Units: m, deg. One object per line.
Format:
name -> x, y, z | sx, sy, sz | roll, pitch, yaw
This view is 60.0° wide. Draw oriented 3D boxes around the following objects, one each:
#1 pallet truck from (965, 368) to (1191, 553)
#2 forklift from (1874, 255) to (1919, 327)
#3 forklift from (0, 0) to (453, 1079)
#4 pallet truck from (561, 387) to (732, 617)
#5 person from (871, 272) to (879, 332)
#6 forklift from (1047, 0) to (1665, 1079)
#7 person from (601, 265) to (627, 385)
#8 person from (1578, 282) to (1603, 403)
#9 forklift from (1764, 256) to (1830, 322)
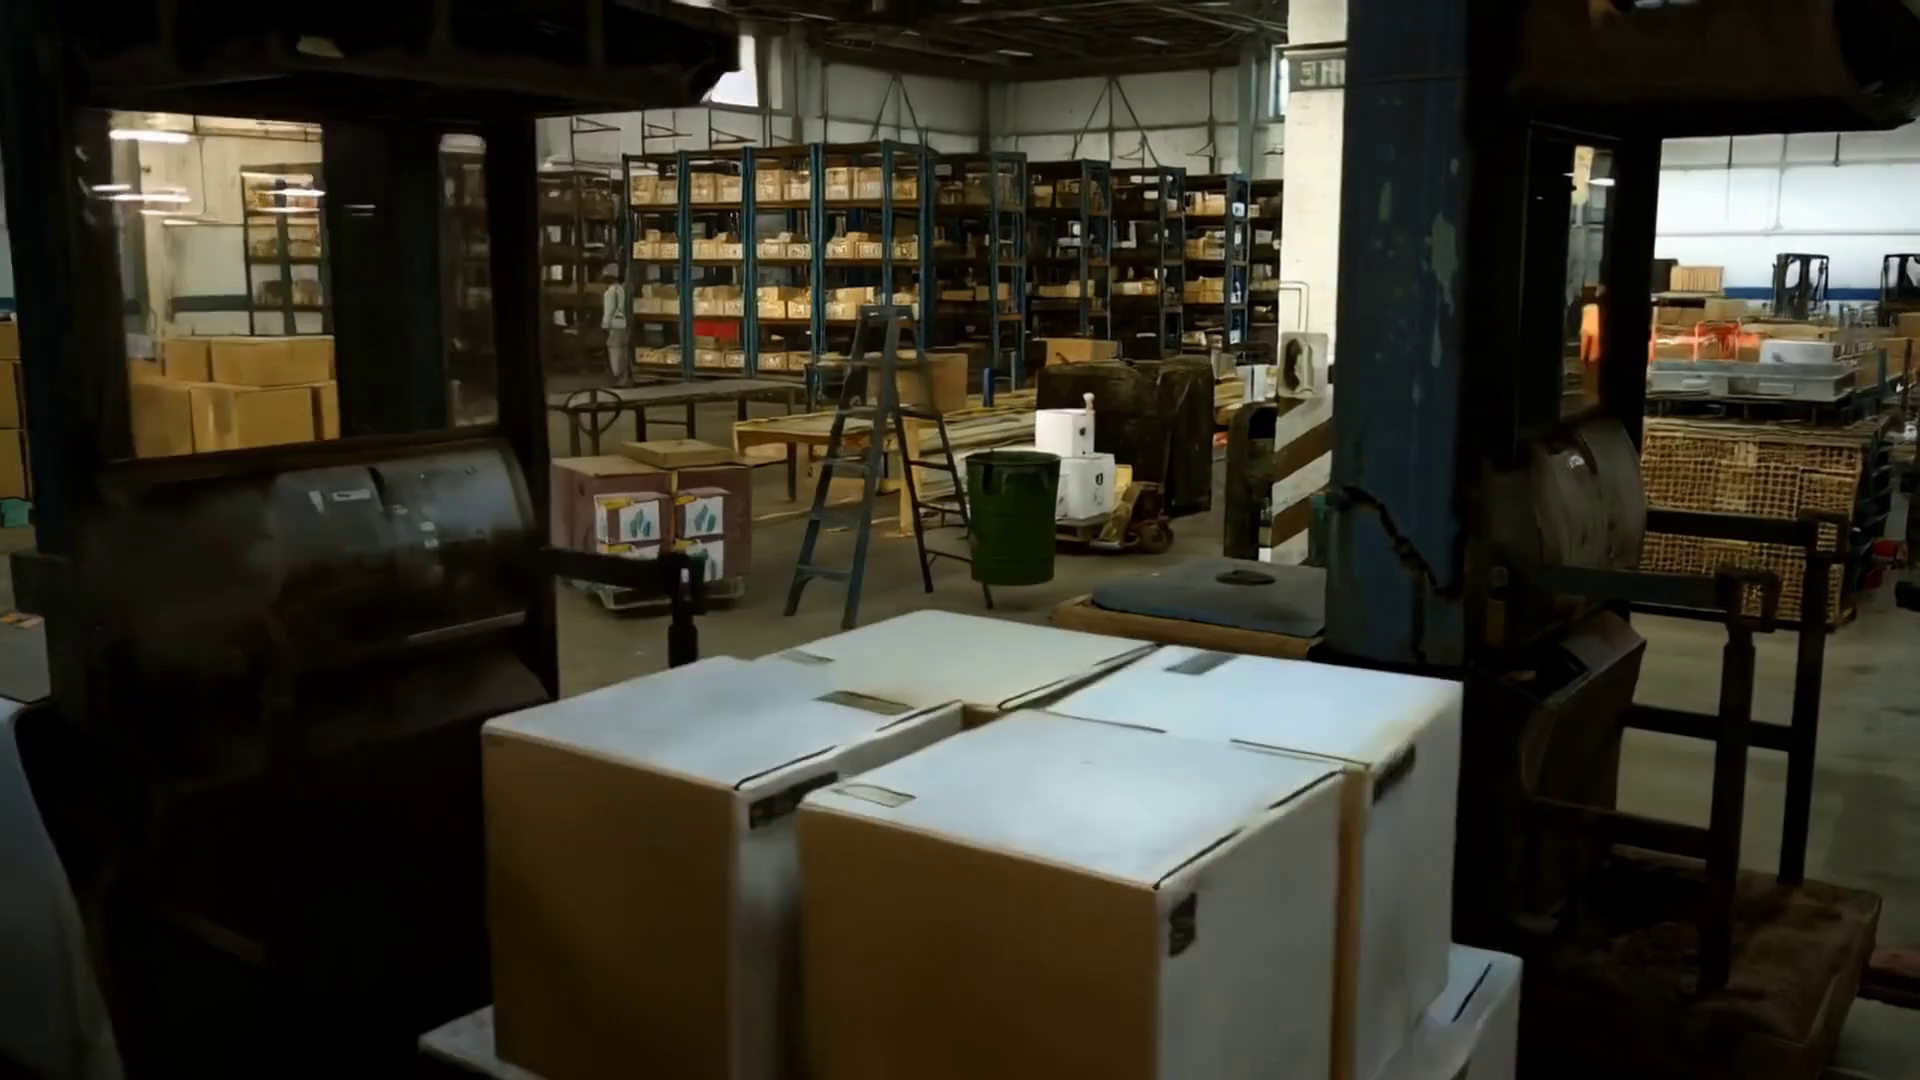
pallet truck -> 0.845, -0.609, 11.869 | 1.630, 1.274, 0.653 | 7, 12, 35
forklift -> 22.089, -5.634, 38.796 | 1.157, 1.987, 2.680 | 6, 11, 33
forklift -> -1.592, -0.034, 3.744 | 1.873, 2.768, 1.129 | 7, 12, 35
pallet truck -> -1.981, -0.274, 10.088 | 0.680, 1.201, 1.601 | -5, 11, -28
person -> -1.793, -4.709, 34.862 | 0.609, 1.779, 0.947 | 5, 11, 28
forklift -> 1.249, -0.137, 4.360 | 1.873, 2.768, 1.129 | 7, 12, 35
person -> -5.644, -3.512, 27.221 | 0.375, 1.950, 0.614 | 2, 10, 11
person -> 8.119, -2.385, 21.094 | 0.544, 1.739, 0.722 | 4, 10, 22
forklift -> 20.253, -5.854, 40.139 | 1.157, 1.987, 2.680 | 7, 12, 35
